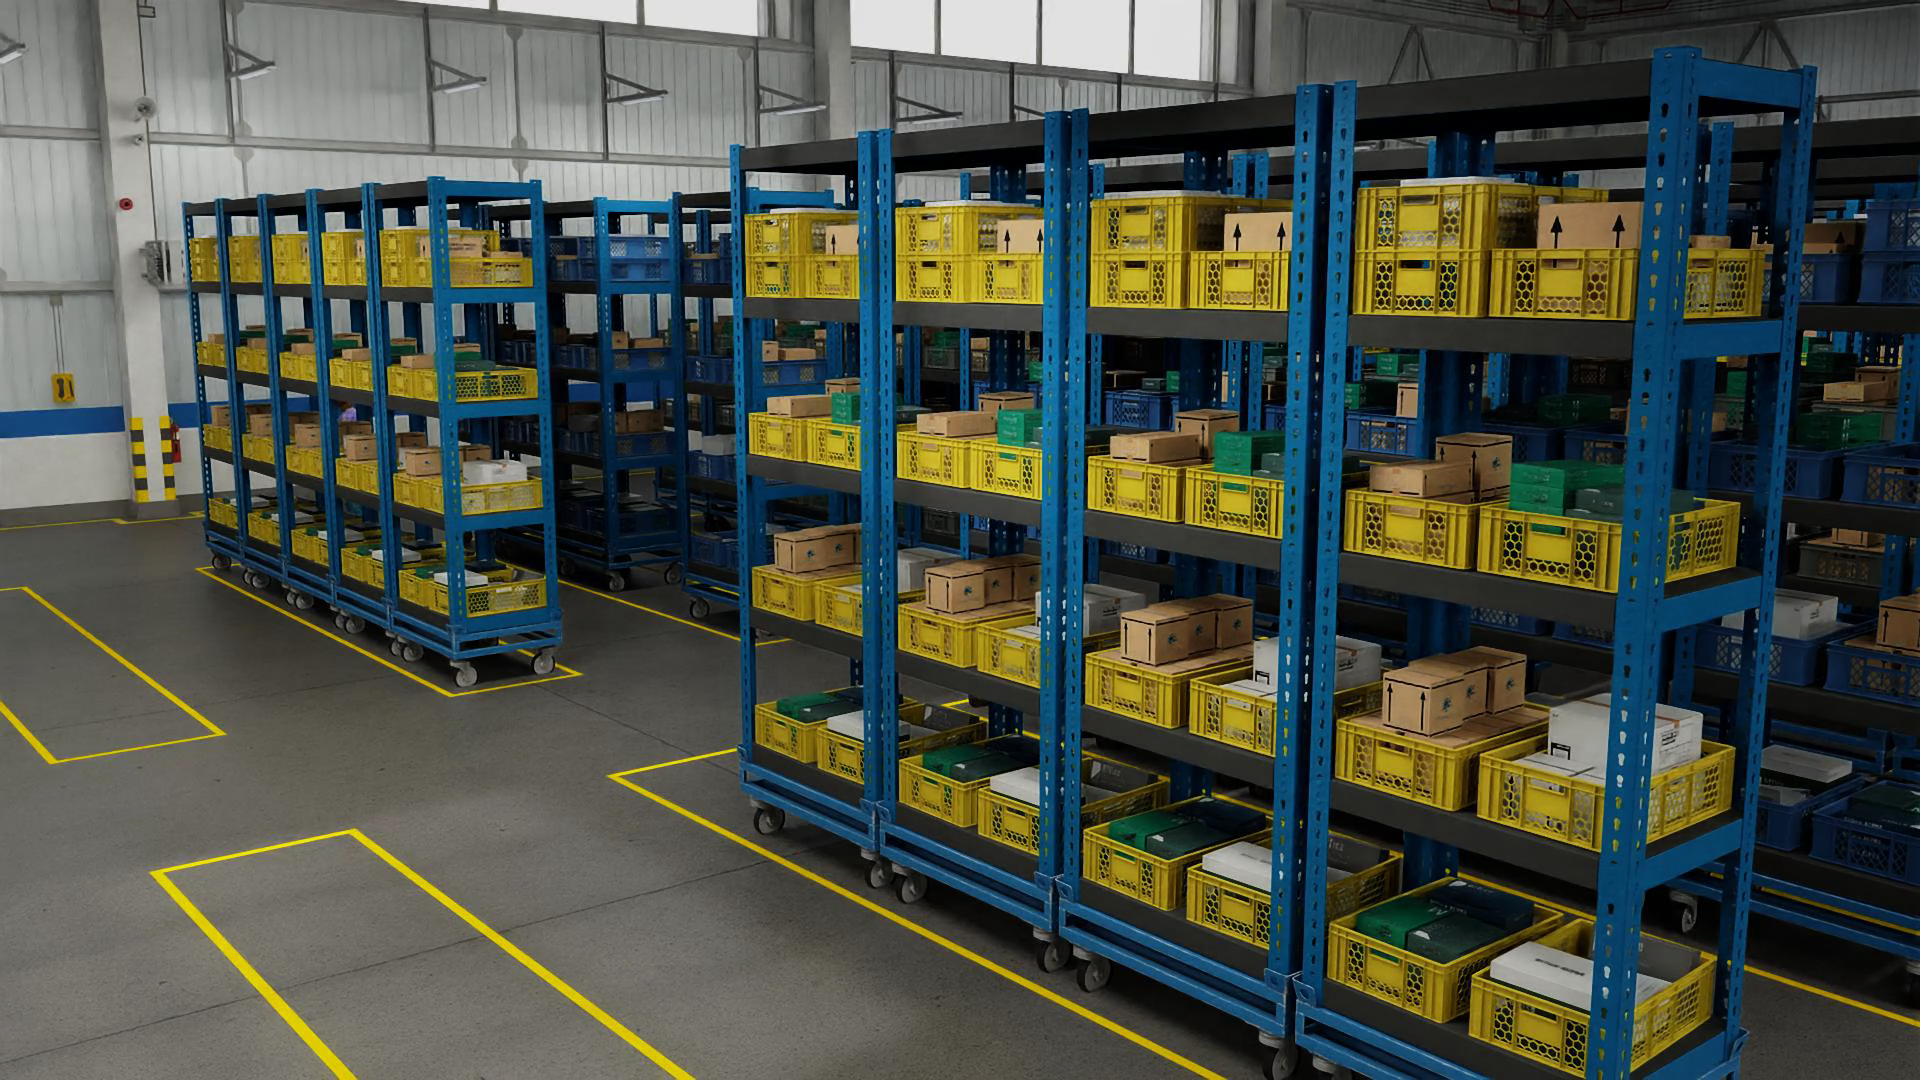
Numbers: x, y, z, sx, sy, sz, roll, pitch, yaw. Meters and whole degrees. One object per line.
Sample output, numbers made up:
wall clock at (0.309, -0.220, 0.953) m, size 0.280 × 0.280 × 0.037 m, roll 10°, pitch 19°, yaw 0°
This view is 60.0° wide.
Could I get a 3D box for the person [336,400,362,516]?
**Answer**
person at (-6.164, -0.693, 16.857) m, size 0.389 × 1.850 × 0.567 m, roll -3°, pitch 10°, yaw -16°
